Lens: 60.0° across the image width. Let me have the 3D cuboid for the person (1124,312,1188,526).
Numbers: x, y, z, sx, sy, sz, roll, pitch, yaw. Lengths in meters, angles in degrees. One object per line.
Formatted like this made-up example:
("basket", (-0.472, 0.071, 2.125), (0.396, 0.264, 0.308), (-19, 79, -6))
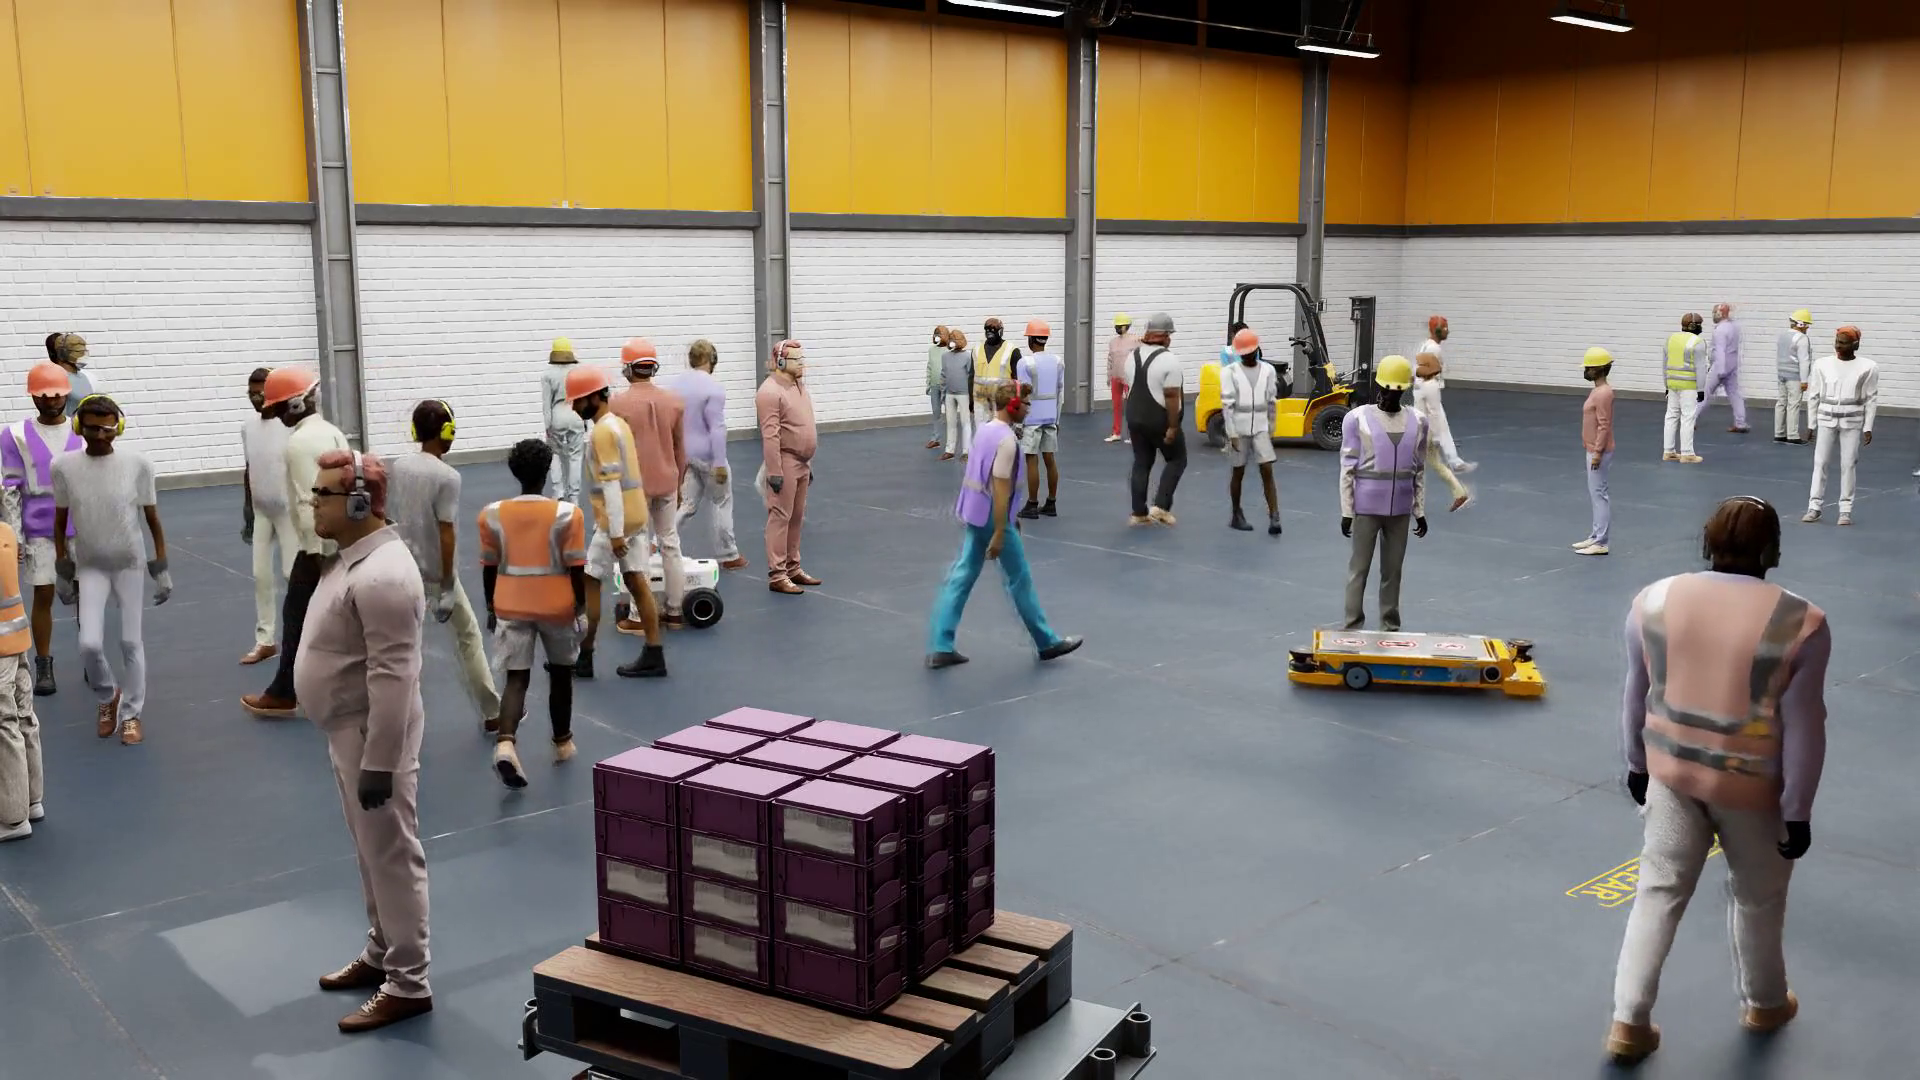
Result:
("person", (1.849, -1.134, 15.580), (0.536, 2.000, 0.695), (-9, 13, -41))

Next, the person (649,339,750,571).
("person", (-2.129, -0.648, 13.204), (0.670, 1.893, 0.916), (9, 13, 43))

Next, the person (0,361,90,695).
("person", (-5.221, -0.070, 9.662), (0.551, 1.932, 0.378), (-7, 12, -36))

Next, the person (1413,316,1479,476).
("person", (5.511, -1.648, 19.182), (0.964, 1.832, 0.602), (1, 10, 8))

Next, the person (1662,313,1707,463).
("person", (8.956, -1.877, 20.517), (0.429, 1.839, 0.634), (-4, 10, -20))

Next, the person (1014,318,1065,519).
("person", (0.746, -1.171, 16.100), (0.547, 1.938, 0.359), (-7, 12, -37))

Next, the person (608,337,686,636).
("person", (-2.117, -0.357, 11.161), (0.613, 1.995, 0.390), (-8, 13, -40))

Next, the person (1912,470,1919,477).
("person", (11.226, -1.497, 18.946), (0.694, 1.609, 0.507), (-2, 10, -14))

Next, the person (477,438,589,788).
("person", (-2.063, 0.345, 8.016), (0.539, 1.667, 0.777), (0, 10, -1))

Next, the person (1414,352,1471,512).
("person", (4.665, -1.059, 16.407), (0.800, 1.600, 0.496), (3, 10, 15))

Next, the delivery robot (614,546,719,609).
("delivery robot", (-2.028, 0.264, 11.461), (0.707, 0.478, 0.477), (-2, 10, -13))

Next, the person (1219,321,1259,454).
("person", (3.574, -1.948, 21.339), (0.537, 1.700, 0.318), (-2, 10, -12))

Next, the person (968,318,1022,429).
("person", (0.373, -1.581, 18.778), (0.627, 1.844, 0.429), (4, 10, 22))

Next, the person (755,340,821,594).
("person", (-1.280, -0.558, 12.601), (0.409, 1.909, 0.642), (3, 10, 17))

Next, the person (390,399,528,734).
("person", (-2.698, 0.183, 8.548), (0.490, 1.812, 0.956), (5, 11, 26))

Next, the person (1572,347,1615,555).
("person", (5.397, -0.754, 14.162), (0.329, 1.765, 0.533), (3, 10, 17))

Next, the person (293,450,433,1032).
("person", (-1.980, 0.657, 5.520), (0.407, 1.918, 0.654), (-5, 11, -28))

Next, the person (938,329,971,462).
("person", (-0.030, -1.787, 20.589), (0.501, 1.633, 0.283), (6, 12, 33))

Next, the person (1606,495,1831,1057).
("person", (2.411, 0.748, 5.280), (0.871, 1.807, 0.644), (-9, 13, -43))

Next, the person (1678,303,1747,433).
("person", (10.930, -2.480, 24.024), (0.642, 1.849, 1.041), (-9, 13, -41))

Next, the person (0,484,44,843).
("person", (-4.199, 0.495, 7.211), (0.311, 1.642, 0.512), (-2, 10, -13))

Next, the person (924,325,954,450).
("person", (-0.239, -2.004, 21.861), (0.499, 1.634, 0.279), (7, 12, 35))

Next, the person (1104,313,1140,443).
("person", (2.201, -2.191, 22.572), (0.533, 1.766, 0.326), (9, 13, 42))

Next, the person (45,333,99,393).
("person", (-7.201, -0.722, 13.533), (0.396, 1.917, 0.590), (1, 10, 8))

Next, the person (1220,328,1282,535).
("person", (2.654, -0.975, 15.135), (0.562, 1.878, 0.840), (-1, 10, -8))

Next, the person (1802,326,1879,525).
("person", (8.334, -1.083, 15.746), (0.574, 1.881, 0.358), (7, 12, 36))

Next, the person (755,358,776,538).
("person", (-1.643, -0.809, 14.881), (0.410, 1.624, 0.552), (0, 10, 3))

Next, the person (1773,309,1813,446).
("person", (11.206, -2.180, 22.349), (0.404, 1.821, 0.587), (-1, 10, -7))

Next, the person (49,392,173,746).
("person", (-4.389, 0.156, 8.604), (0.541, 1.848, 0.392), (-4, 10, -22))

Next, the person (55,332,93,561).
("person", (-7.039, -0.678, 13.213), (0.353, 1.936, 0.635), (-2, 10, -9))

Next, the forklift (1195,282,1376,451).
("forklift", (4.328, -2.346, 22.227), (2.313, 2.155, 1.214), (3, 10, 16))

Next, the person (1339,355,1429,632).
("person", (2.683, -0.207, 10.509), (0.584, 1.919, 0.381), (-2, 10, -11))

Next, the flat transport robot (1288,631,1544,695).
("flat transport robot", (2.695, 0.715, 9.929), (1.431, 0.197, 0.652), (2, 10, 12))

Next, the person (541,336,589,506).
("person", (-3.990, -1.192, 16.851), (0.490, 1.729, 0.436), (-4, 11, -24))

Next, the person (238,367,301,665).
("person", (-4.295, -0.169, 10.494), (0.524, 1.851, 0.704), (3, 10, 18))

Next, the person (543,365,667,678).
("person", (-2.159, -0.098, 9.968), (0.854, 1.877, 0.568), (0, 10, 3))

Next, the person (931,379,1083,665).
("person", (0.251, -0.099, 10.284), (0.999, 1.776, 0.597), (-4, 10, -20))

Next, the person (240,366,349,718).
("person", (-3.560, 0.028, 9.075), (0.921, 1.929, 0.624), (1, 10, 5))
